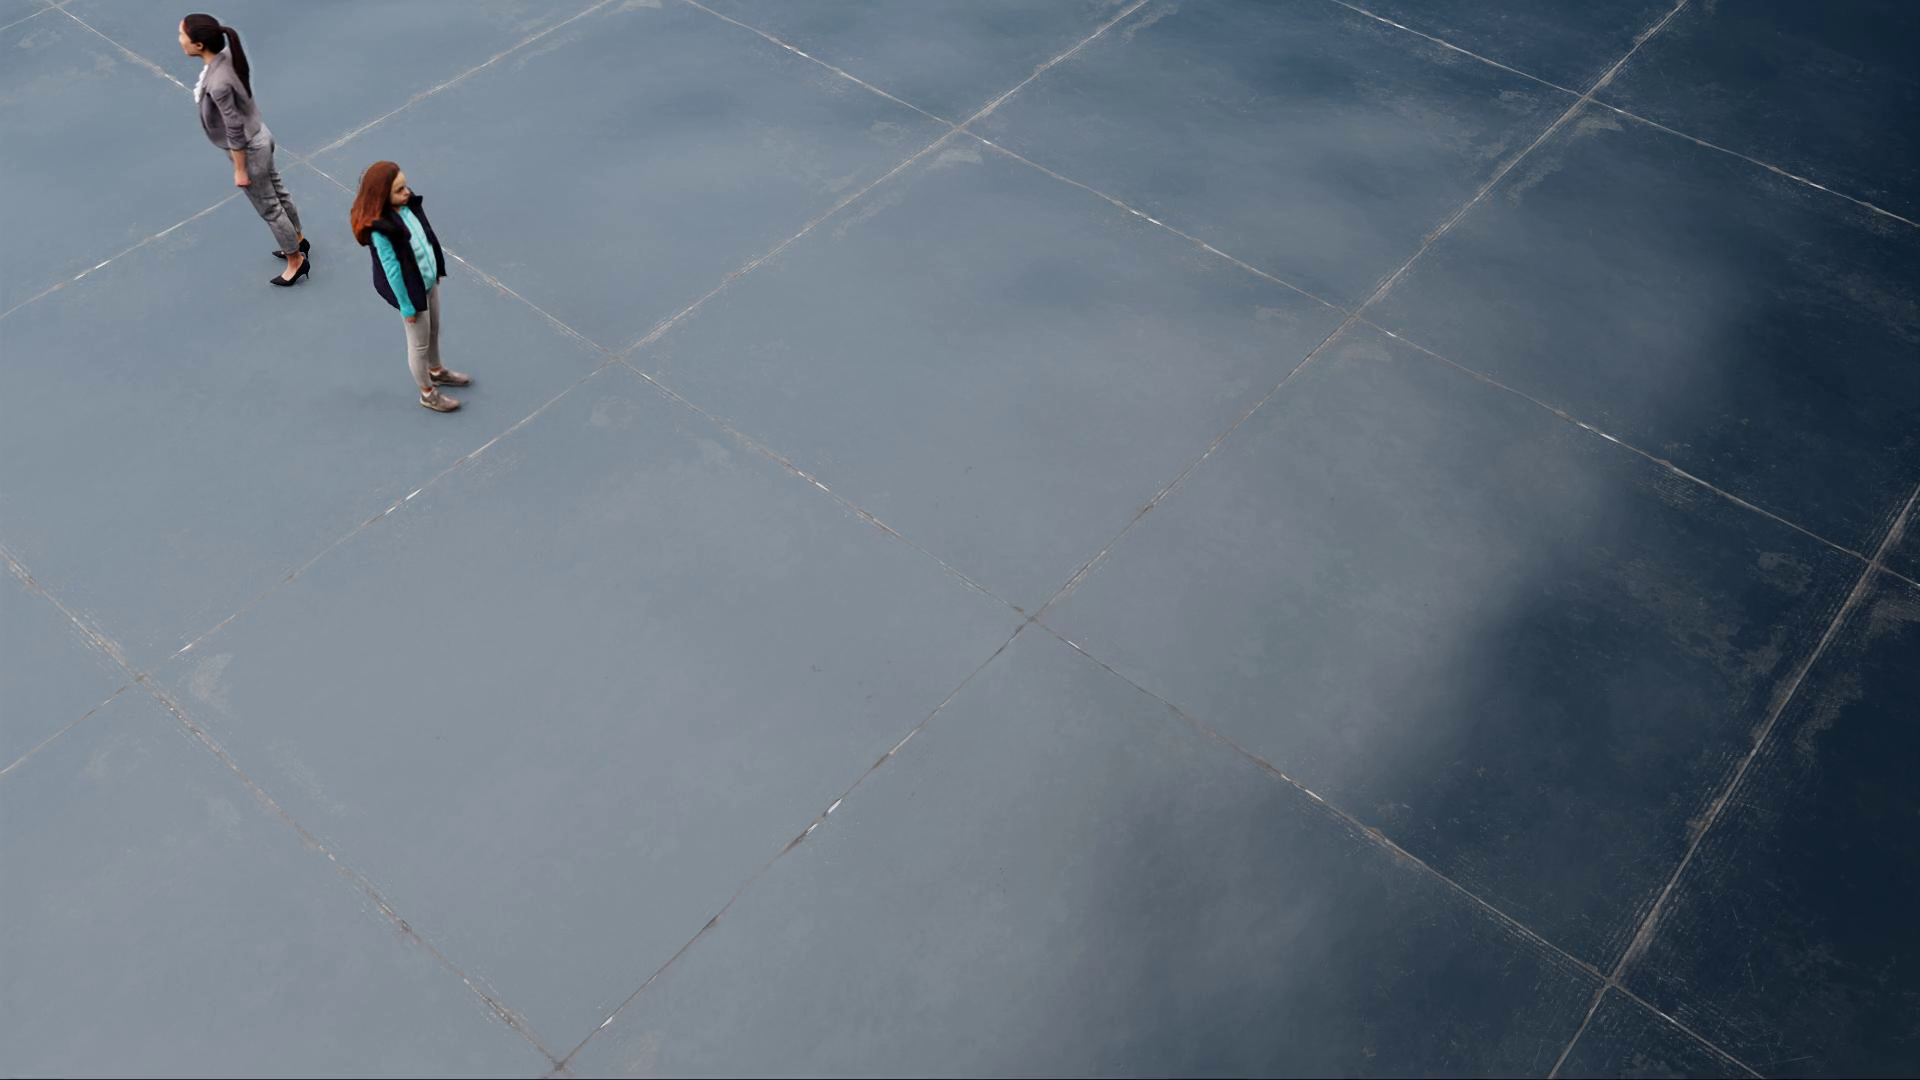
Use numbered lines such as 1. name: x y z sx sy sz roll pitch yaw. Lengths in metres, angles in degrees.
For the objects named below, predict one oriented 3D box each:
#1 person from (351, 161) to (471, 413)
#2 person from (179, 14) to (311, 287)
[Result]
1. person: -2.855 -1.331 8.656 0.746 1.500 0.669 4 47 4
2. person: -3.979 -2.177 9.318 0.767 1.677 0.723 -8 48 -7
